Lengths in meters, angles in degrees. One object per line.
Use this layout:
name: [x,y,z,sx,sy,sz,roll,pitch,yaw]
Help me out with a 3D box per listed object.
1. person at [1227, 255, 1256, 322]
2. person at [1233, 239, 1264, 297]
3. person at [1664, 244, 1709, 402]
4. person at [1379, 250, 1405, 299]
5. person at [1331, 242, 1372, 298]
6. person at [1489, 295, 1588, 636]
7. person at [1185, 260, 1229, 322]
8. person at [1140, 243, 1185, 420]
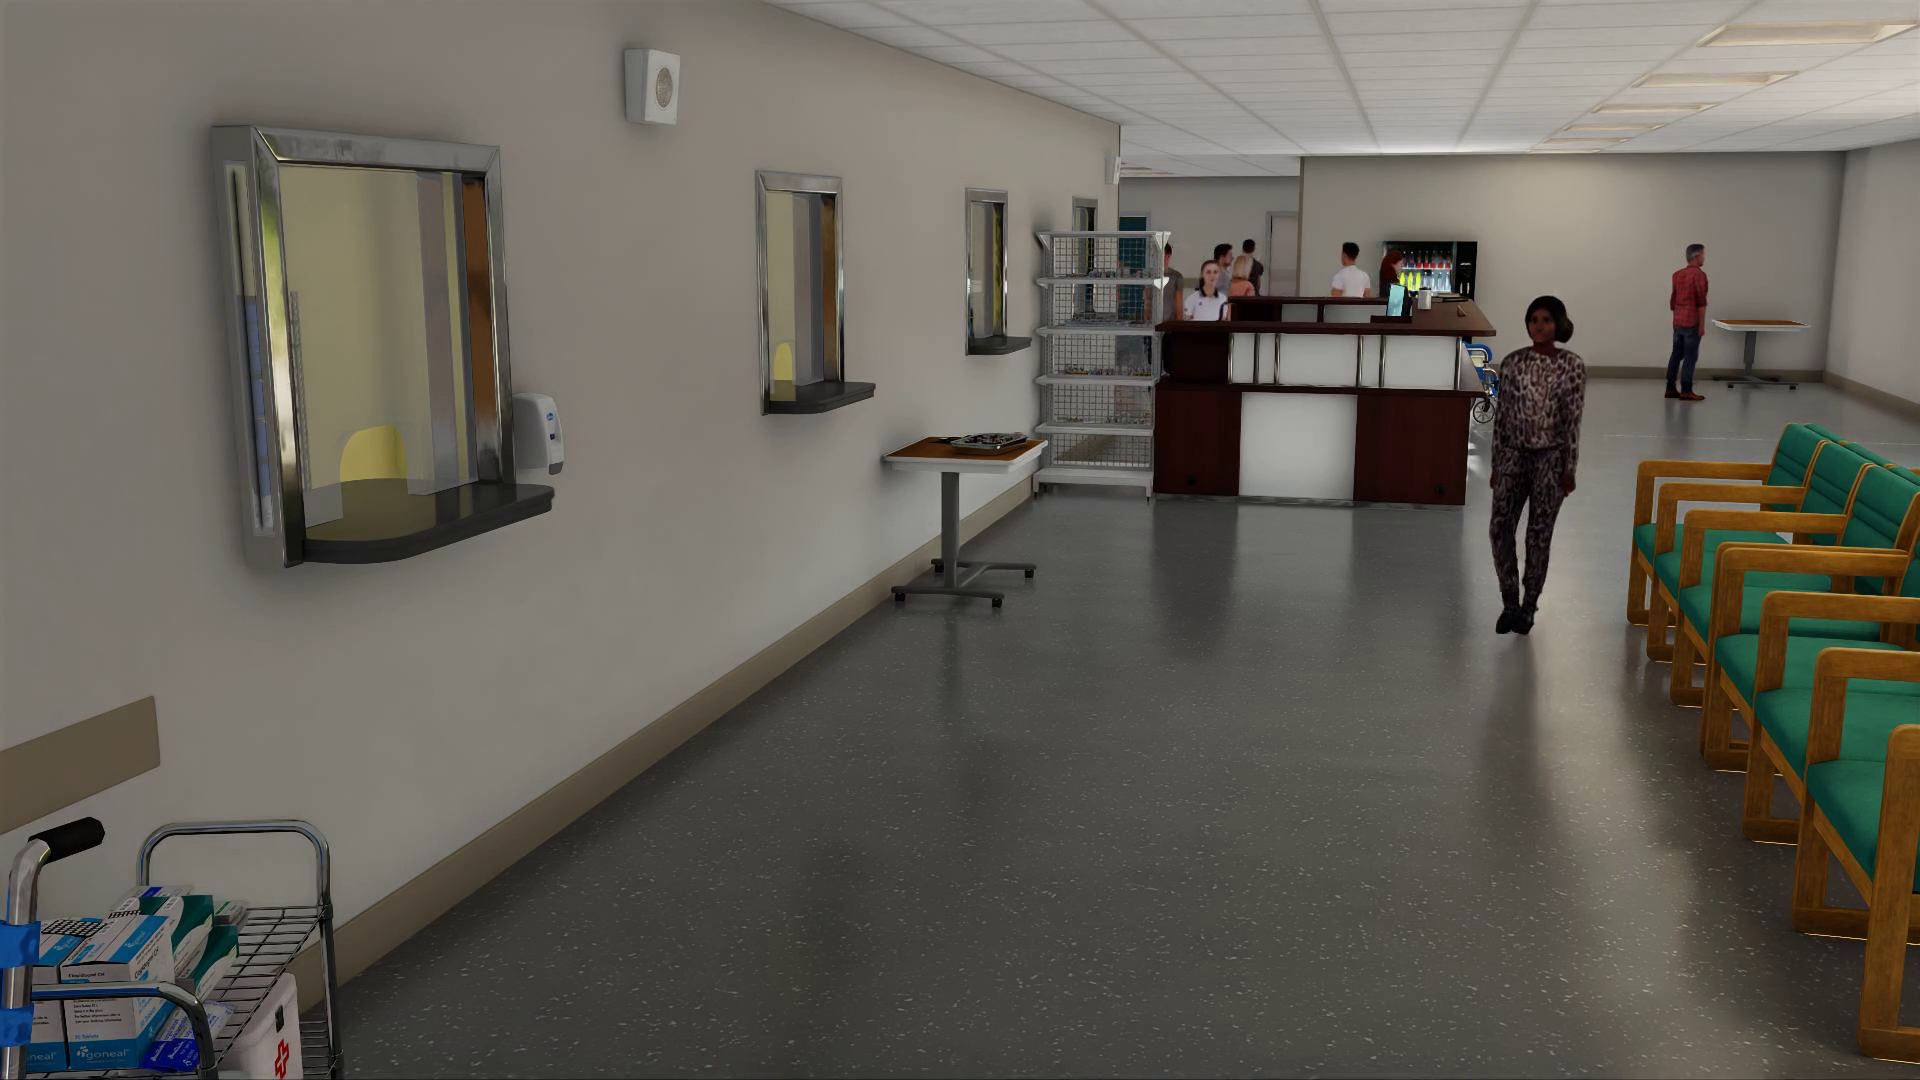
person: [3.151,-2.384,18.971,0.769,1.715,0.802,9,14,38]
person: [4.182,-3.375,23.933,1.131,1.814,1.066,-3,11,-15]
person: [8.662,-2.597,19.793,0.740,1.829,0.769,-3,11,-13]
person: [4.641,-2.285,18.387,1.231,1.739,0.817,0,11,-2]
person: [4.529,-2.463,19.099,1.082,1.824,1.183,-7,13,-33]
person: [2.912,-0.366,8.373,0.651,1.703,0.733,6,12,30]
person: [2.167,-1.613,14.957,1.182,1.698,0.903,-1,11,-4]
person: [2.181,-2.209,17.633,1.064,1.870,0.859,5,12,27]
